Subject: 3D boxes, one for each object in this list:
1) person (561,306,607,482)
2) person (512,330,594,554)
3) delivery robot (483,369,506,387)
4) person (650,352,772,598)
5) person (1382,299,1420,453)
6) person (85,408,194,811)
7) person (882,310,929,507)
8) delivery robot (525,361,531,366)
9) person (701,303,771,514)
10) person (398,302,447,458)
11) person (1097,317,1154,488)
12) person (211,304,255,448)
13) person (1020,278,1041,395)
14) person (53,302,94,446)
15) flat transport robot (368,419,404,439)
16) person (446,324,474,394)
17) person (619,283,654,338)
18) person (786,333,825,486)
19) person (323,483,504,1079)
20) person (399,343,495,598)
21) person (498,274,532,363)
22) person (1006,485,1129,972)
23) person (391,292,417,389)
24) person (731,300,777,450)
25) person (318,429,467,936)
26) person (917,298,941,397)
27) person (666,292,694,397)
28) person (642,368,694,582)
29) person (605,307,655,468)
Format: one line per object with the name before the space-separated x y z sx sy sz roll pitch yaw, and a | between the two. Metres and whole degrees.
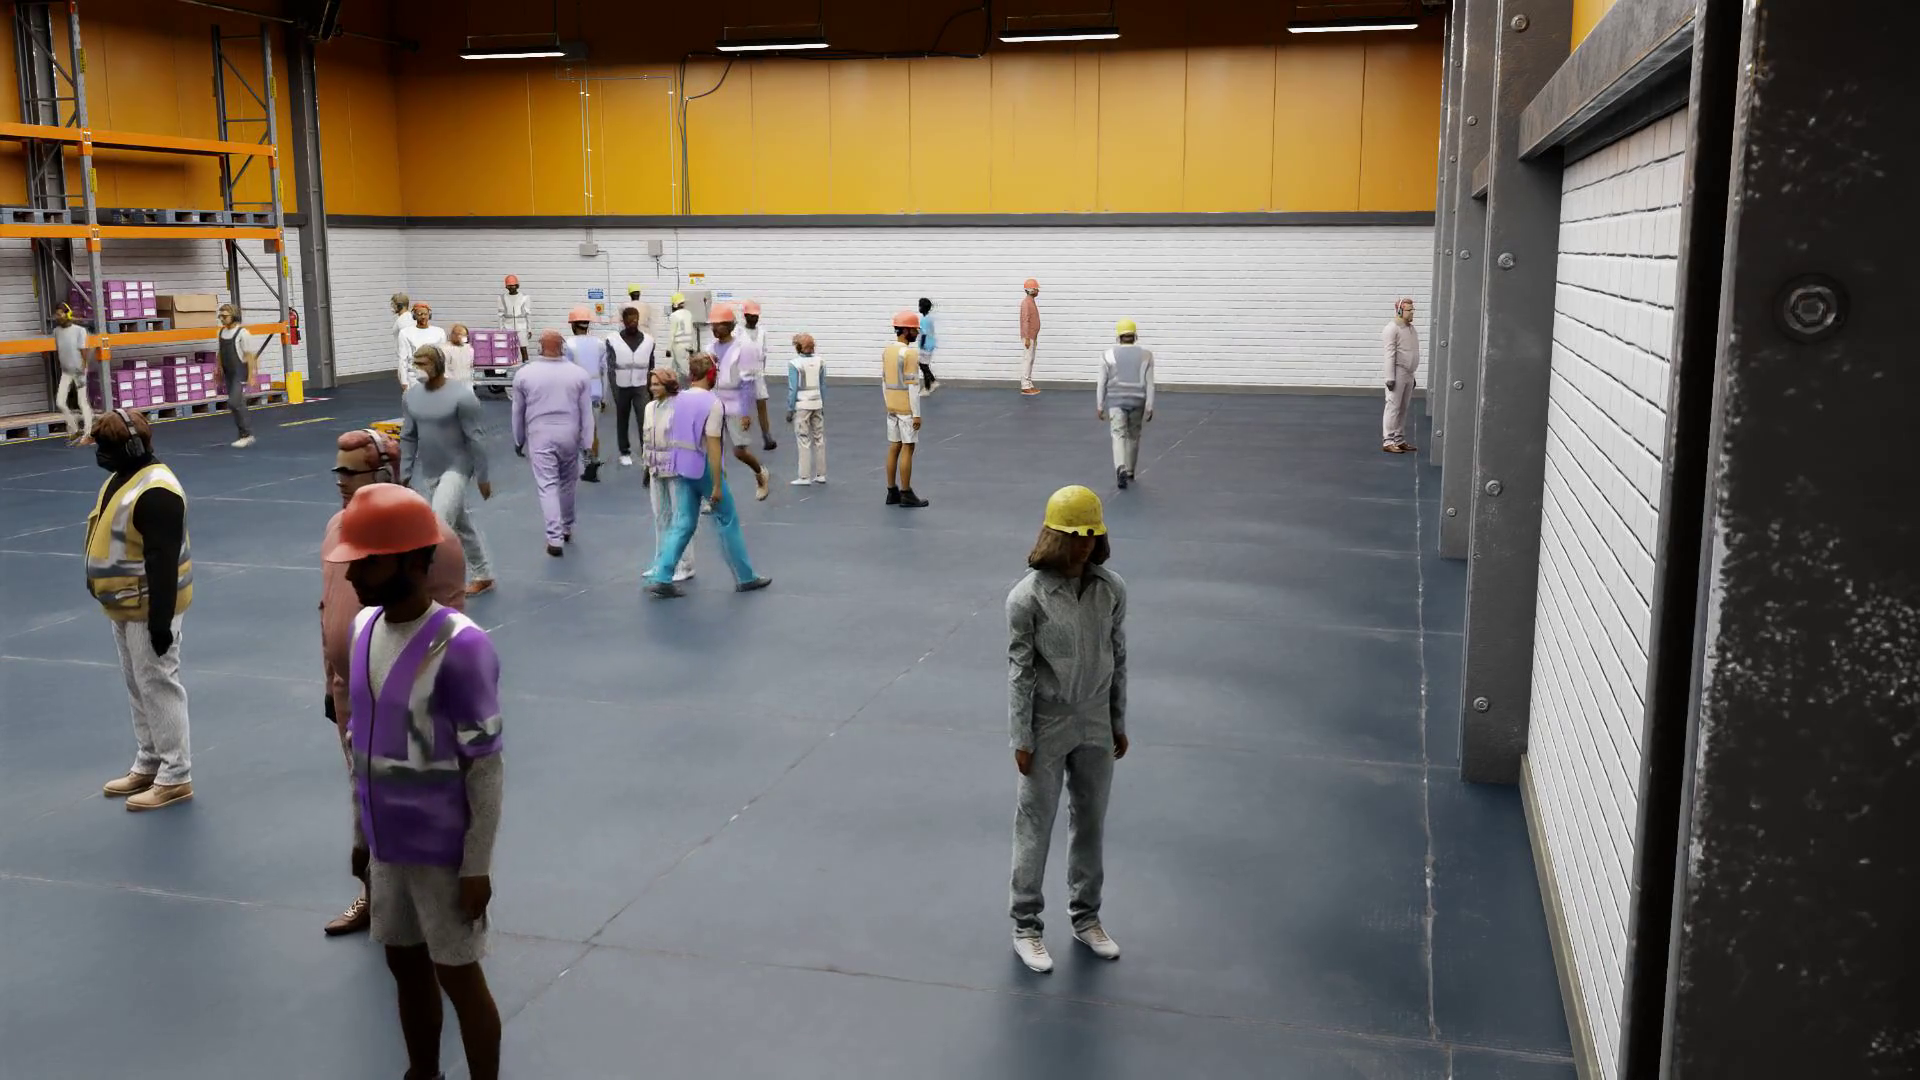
person | -4.049 -1.562 17.950 0.562 1.917 0.487 -9 13 -41
person | -3.432 -0.841 14.052 0.644 1.850 0.998 -4 11 -22
delivery robot | -8.282 -2.882 29.011 0.707 0.478 0.477 0 10 1
person | -1.884 -0.471 12.167 0.613 1.802 0.913 10 14 43
person | 5.495 -2.038 20.671 0.409 1.907 0.649 9 13 40
person | -3.732 0.309 7.590 0.429 1.835 0.631 -8 13 -39
person | -0.537 -1.289 16.345 0.355 1.934 0.553 -6 12 -32
delivery robot | -7.541 -2.889 29.051 0.707 0.478 0.477 -3 10 -19
person | -2.200 -1.280 16.061 0.614 2.026 0.815 6 12 29
person | -6.504 -1.945 20.212 0.584 1.880 0.349 -7 12 -35
person | 1.773 -1.464 17.743 0.604 1.805 0.843 0 10 1
person | -9.217 -2.063 21.045 0.534 1.829 0.532 6 12 30
person | 1.221 -3.515 28.775 0.358 1.996 0.622 2 10 14
person | -11.336 -2.110 21.244 0.543 1.848 0.488 1 10 8
flat transport robot | -7.310 -1.528 22.406 0.652 0.197 1.431 3 11 17
person | -6.304 -1.918 20.859 0.774 1.597 0.481 9 13 40
person | -5.758 -3.610 29.581 0.580 1.899 0.436 -5 11 -25
person | -1.631 -1.393 17.818 0.310 1.626 0.570 8 13 39
person | -1.478 0.804 4.492 0.551 1.934 0.372 7 12 35
person | -3.677 -0.454 11.795 0.620 1.877 1.040 5 11 28
person | -8.365 -3.970 31.282 0.611 2.032 0.419 -1 10 -7
person | 0.389 0.661 5.878 0.480 1.734 0.333 -6 12 -30
person | -7.444 -2.360 22.404 0.352 1.936 0.635 -2 10 -9
person | -2.641 -2.077 20.972 0.546 1.888 1.013 -6 12 -32
person | -2.092 0.545 6.048 0.654 1.904 0.406 6 11 29
person | -0.588 -3.261 28.193 0.353 1.684 0.552 1 10 6
person | -4.678 -3.283 28.037 0.895 1.800 0.596 3 11 18
person | -2.232 -0.500 12.721 0.522 1.638 0.310 8 13 39
person | -3.764 -1.746 19.146 0.586 1.853 1.042 -5 11 -24
